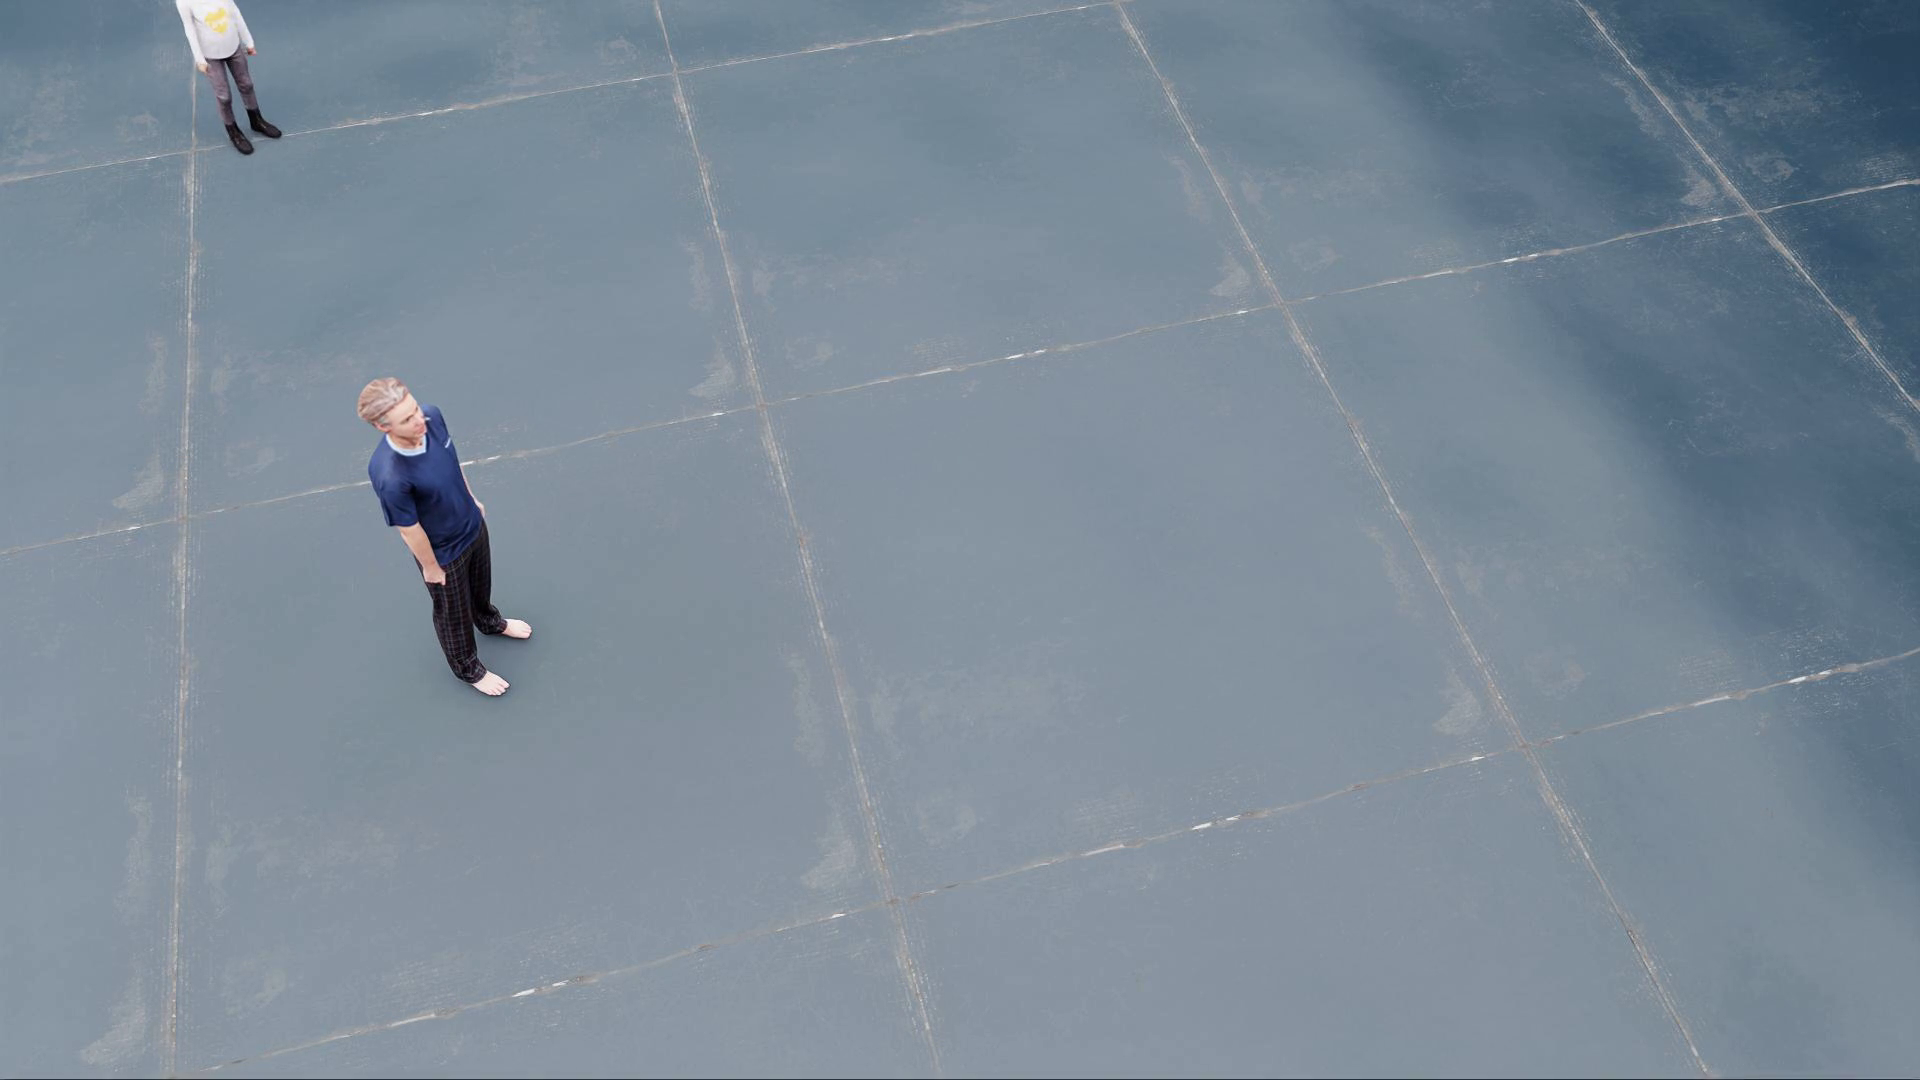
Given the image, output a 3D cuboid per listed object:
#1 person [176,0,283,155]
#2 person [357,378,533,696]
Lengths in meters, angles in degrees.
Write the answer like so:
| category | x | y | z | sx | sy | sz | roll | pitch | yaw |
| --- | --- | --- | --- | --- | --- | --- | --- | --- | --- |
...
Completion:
| category | x | y | z | sx | sy | sz | roll | pitch | yaw |
| --- | --- | --- | --- | --- | --- | --- | --- | --- | --- |
| person | -4.393 | -2.916 | 9.849 | 0.630 | 1.277 | 0.588 | 33 | 59 | 23 |
| person | -2.252 | -0.031 | 7.238 | 0.798 | 1.872 | 0.660 | 10 | 53 | 8 |
